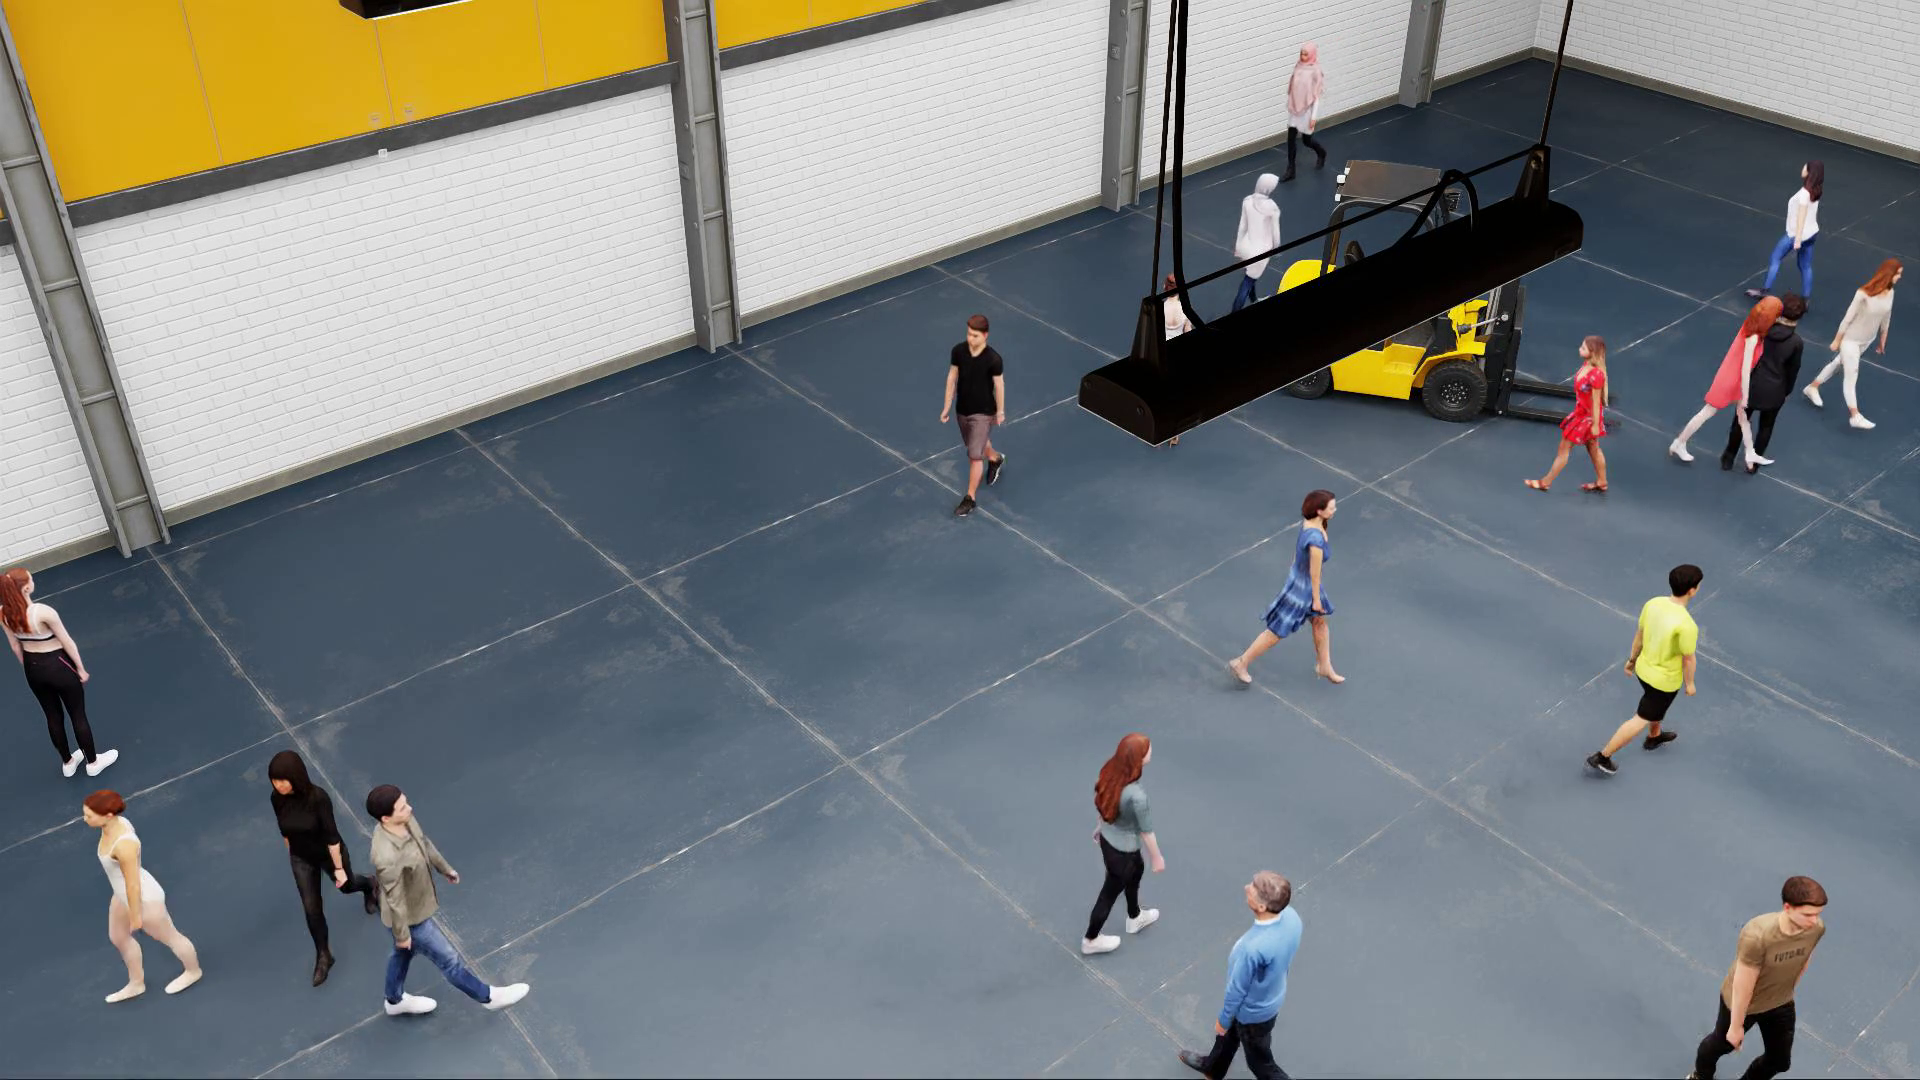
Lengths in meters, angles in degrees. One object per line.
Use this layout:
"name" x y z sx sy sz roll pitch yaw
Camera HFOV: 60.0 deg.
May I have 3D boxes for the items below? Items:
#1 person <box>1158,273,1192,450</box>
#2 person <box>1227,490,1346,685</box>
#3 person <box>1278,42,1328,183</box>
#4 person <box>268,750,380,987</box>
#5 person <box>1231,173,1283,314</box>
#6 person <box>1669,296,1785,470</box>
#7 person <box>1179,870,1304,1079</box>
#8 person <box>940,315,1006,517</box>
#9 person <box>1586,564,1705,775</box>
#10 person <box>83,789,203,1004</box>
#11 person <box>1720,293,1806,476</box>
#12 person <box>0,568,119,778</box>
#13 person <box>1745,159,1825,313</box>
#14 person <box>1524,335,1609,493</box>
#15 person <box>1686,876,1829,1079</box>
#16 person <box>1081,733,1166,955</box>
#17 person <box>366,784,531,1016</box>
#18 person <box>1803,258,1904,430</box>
"person" 1.937 -1.676 15.537 0.627 1.793 0.709 0 34 -1
"person" 2.472 0.413 12.421 1.183 1.763 1.124 4 34 6
"person" 4.458 -5.473 21.260 1.018 1.780 0.663 -23 40 -30
"person" -3.931 1.906 10.309 1.024 1.614 1.052 1 34 2
"person" 3.062 -2.985 17.560 1.031 1.733 0.603 -27 42 -34
"person" 6.934 -1.427 15.186 1.010 1.767 1.171 13 36 19
"person" 1.712 2.572 9.156 0.956 1.781 1.185 20 38 27
"person" 0.195 -1.194 14.766 0.870 1.844 1.238 21 39 28
"person" 4.857 0.951 11.693 1.186 1.673 0.923 -9 35 -13
"person" -4.859 2.099 10.005 0.761 1.629 0.596 -28 43 -35
"person" 7.328 -1.404 15.146 0.710 1.772 0.717 18 38 25
"person" -6.380 0.930 11.663 0.656 1.742 0.719 2 34 3
"person" 9.167 -3.247 18.034 0.800 1.644 0.652 -25 41 -32
"person" 5.669 -1.068 14.846 0.999 1.545 0.985 6 34 9
"person" 4.361 2.489 9.234 0.810 1.833 0.877 -6 34 -9
"person" 0.907 1.921 10.190 0.906 1.720 0.762 -10 35 -15
"person" -3.308 2.162 9.736 1.234 1.823 1.032 -7 34 -10
"person" 8.614 -1.969 16.097 1.175 1.661 0.967 -10 35 -14
